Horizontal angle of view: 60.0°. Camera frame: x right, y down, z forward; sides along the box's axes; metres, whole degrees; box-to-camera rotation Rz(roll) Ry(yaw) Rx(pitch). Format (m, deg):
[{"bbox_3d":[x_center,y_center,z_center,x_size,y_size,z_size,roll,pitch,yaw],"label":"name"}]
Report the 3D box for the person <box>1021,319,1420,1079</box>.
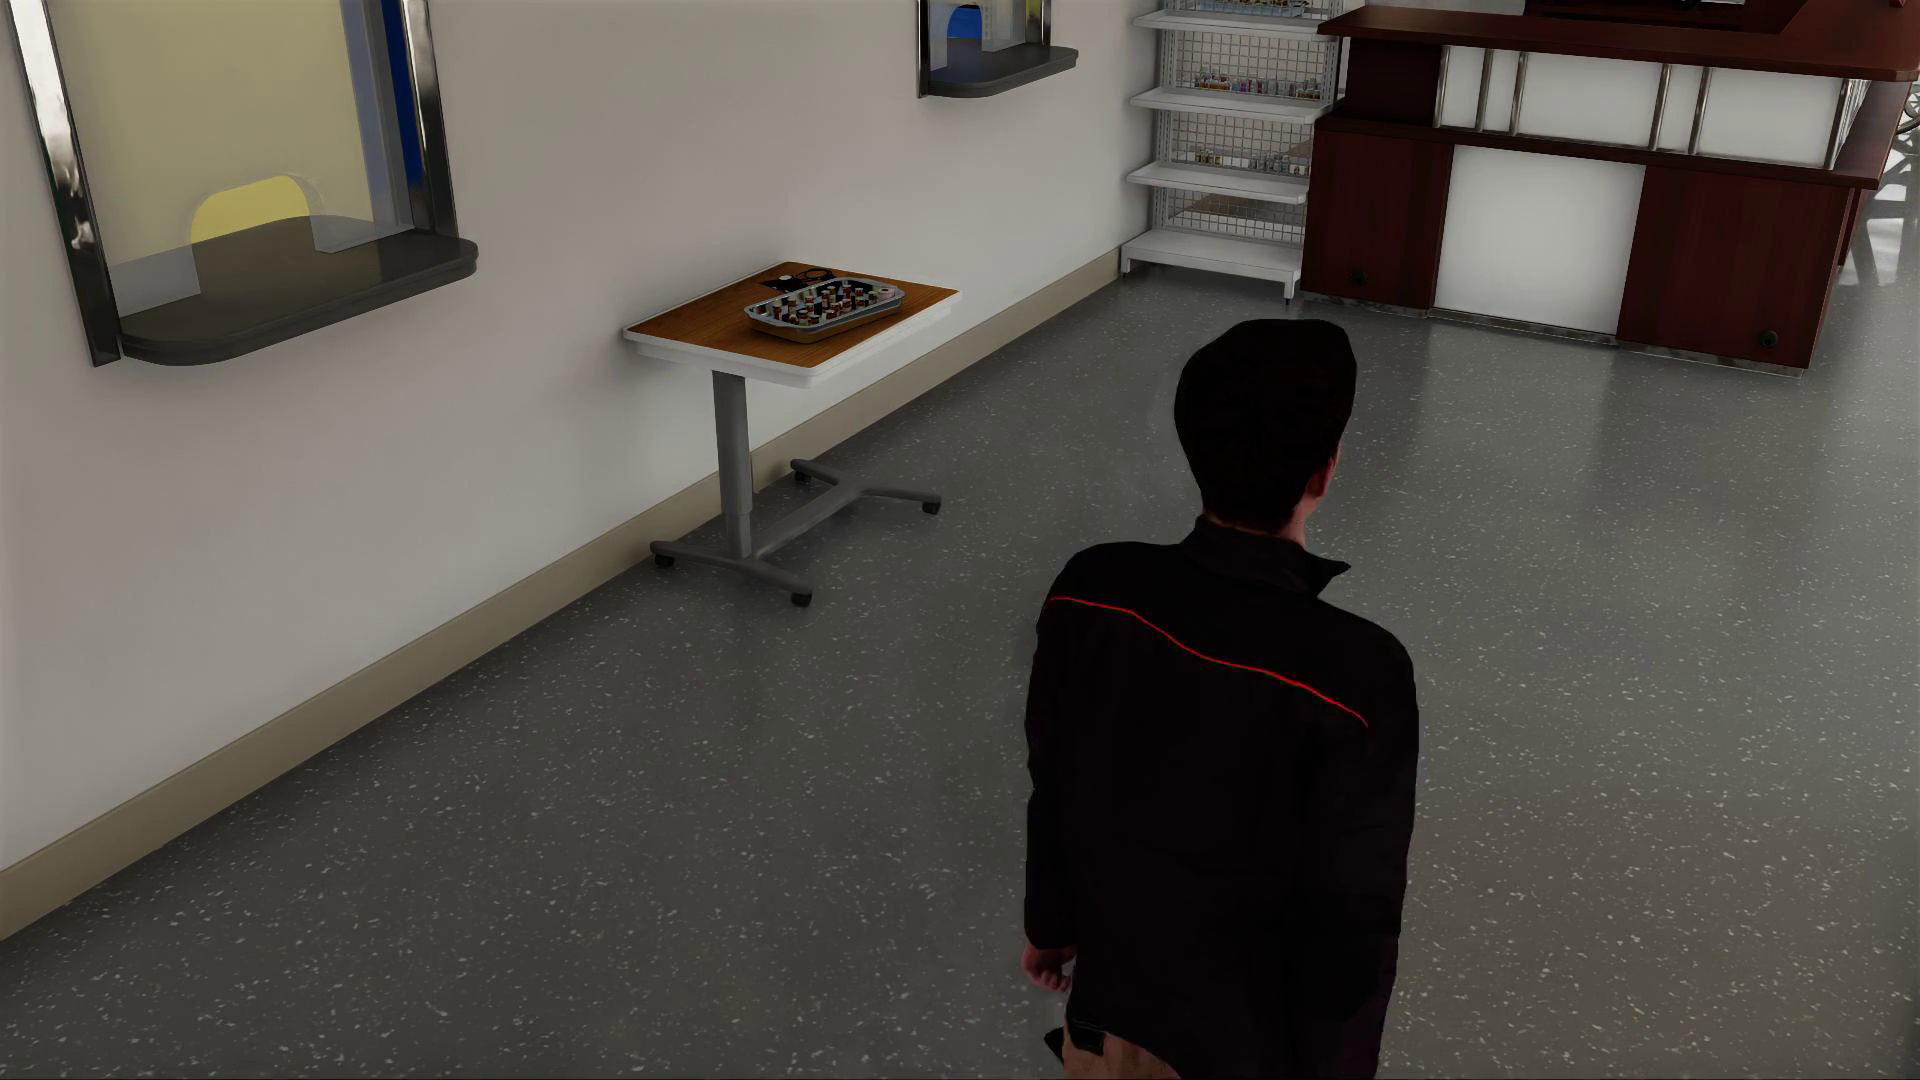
[{"bbox_3d":[0.264,0.658,2.167,1.097,1.899,0.803,17,30,31],"label":"person"}]
